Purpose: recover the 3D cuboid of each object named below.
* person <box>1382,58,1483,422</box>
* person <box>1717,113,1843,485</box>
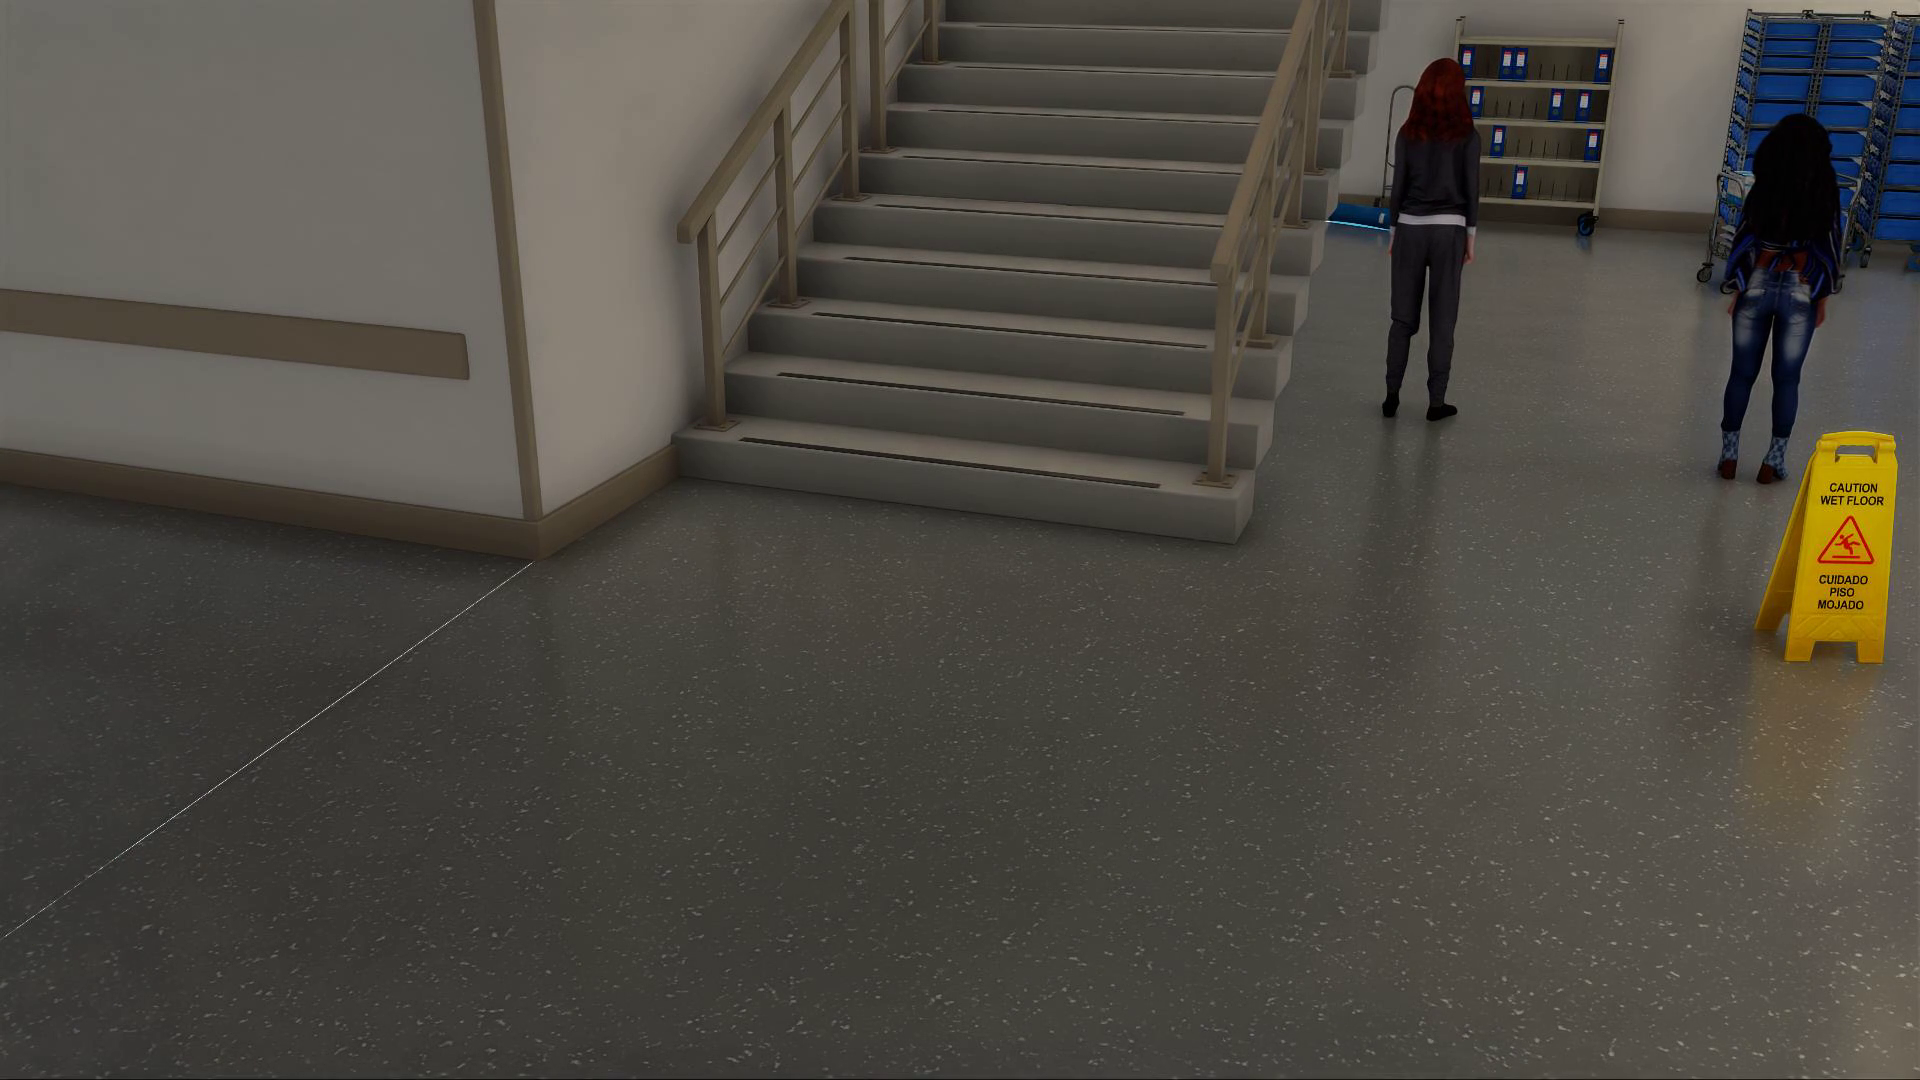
[{"bbox_3d":[2.330,-1.473,8.248,0.599,1.780,0.540,10,23,25],"label":"person"},{"bbox_3d":[3.620,-1.060,7.371,0.654,1.629,0.626,14,25,32],"label":"person"}]
